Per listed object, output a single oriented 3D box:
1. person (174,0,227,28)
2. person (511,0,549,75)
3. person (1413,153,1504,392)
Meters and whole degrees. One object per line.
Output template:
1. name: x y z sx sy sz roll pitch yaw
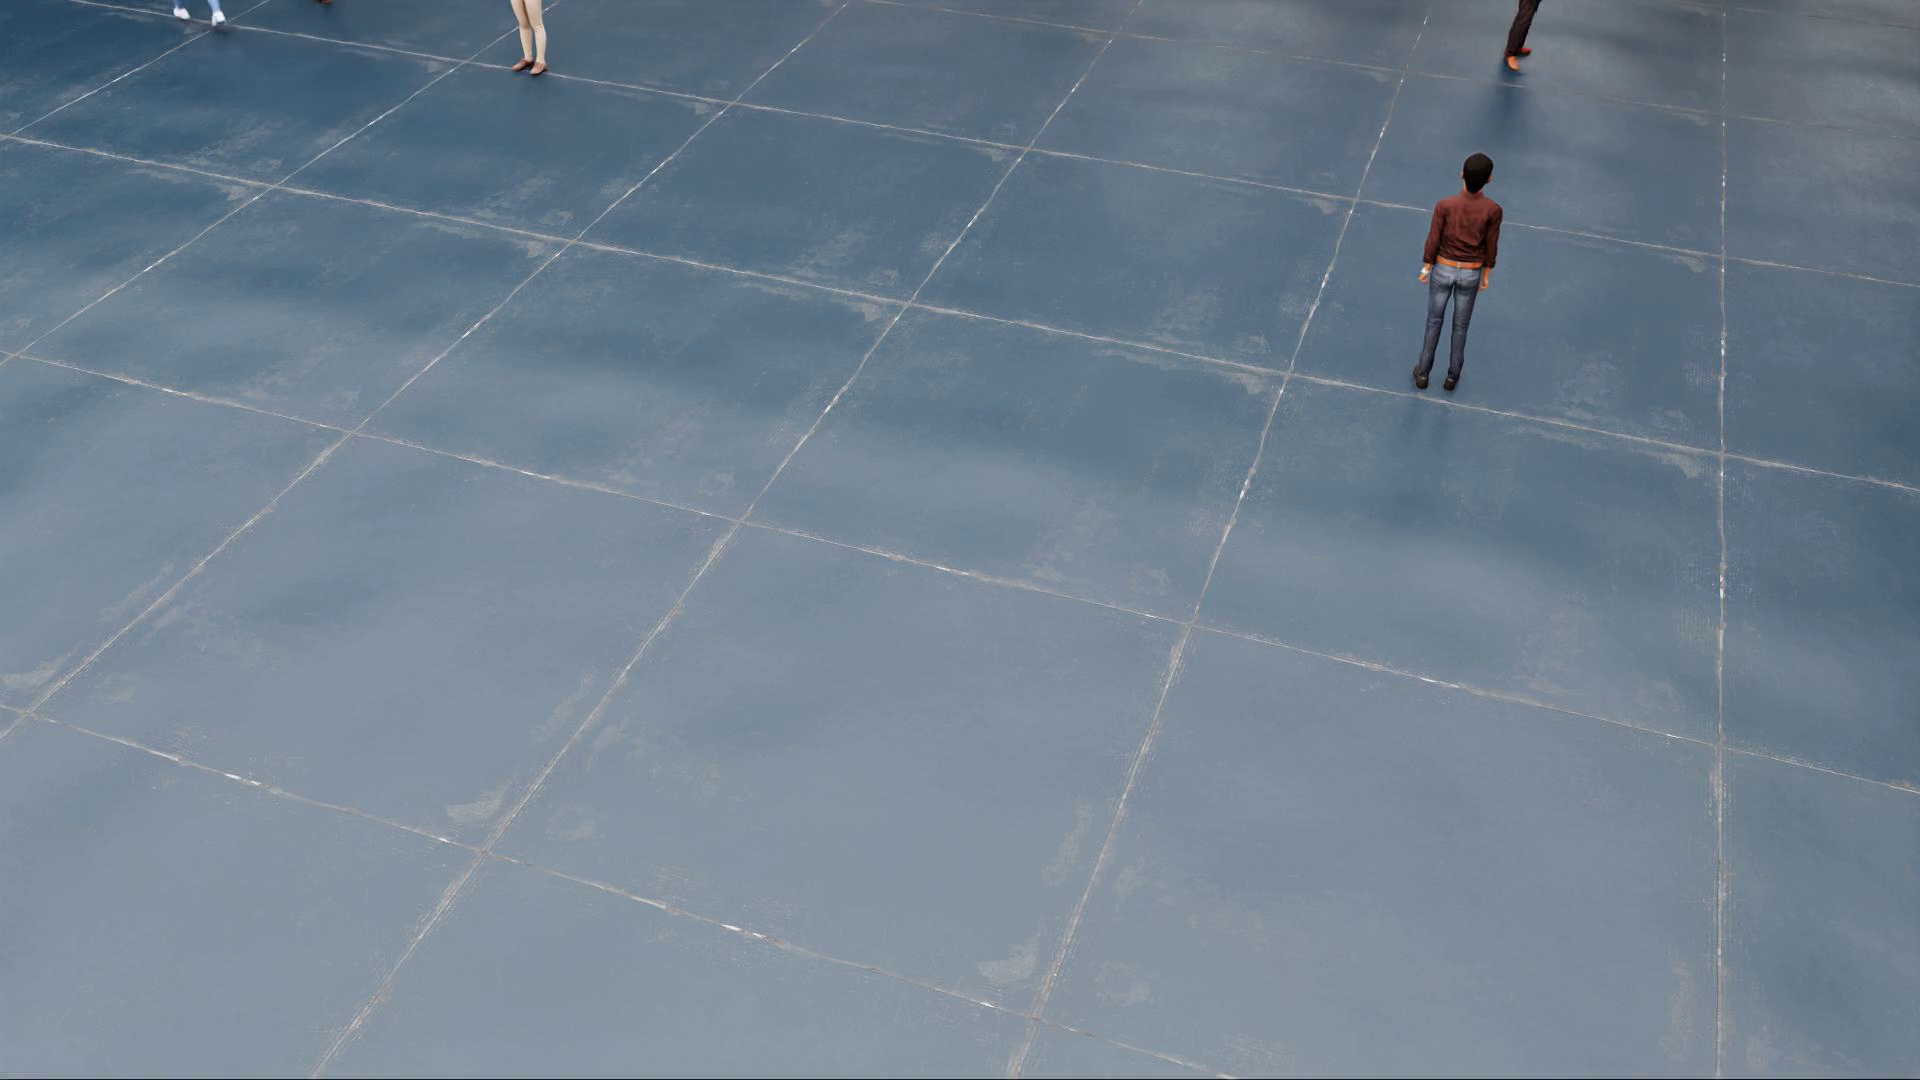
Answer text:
1. person: -7.979 -6.062 17.115 1.006 1.592 1.141 32 48 34
2. person: -4.250 -5.420 16.245 0.624 1.653 0.568 13 40 16
3. person: 3.460 -1.850 11.577 0.670 1.782 0.567 8 39 10
